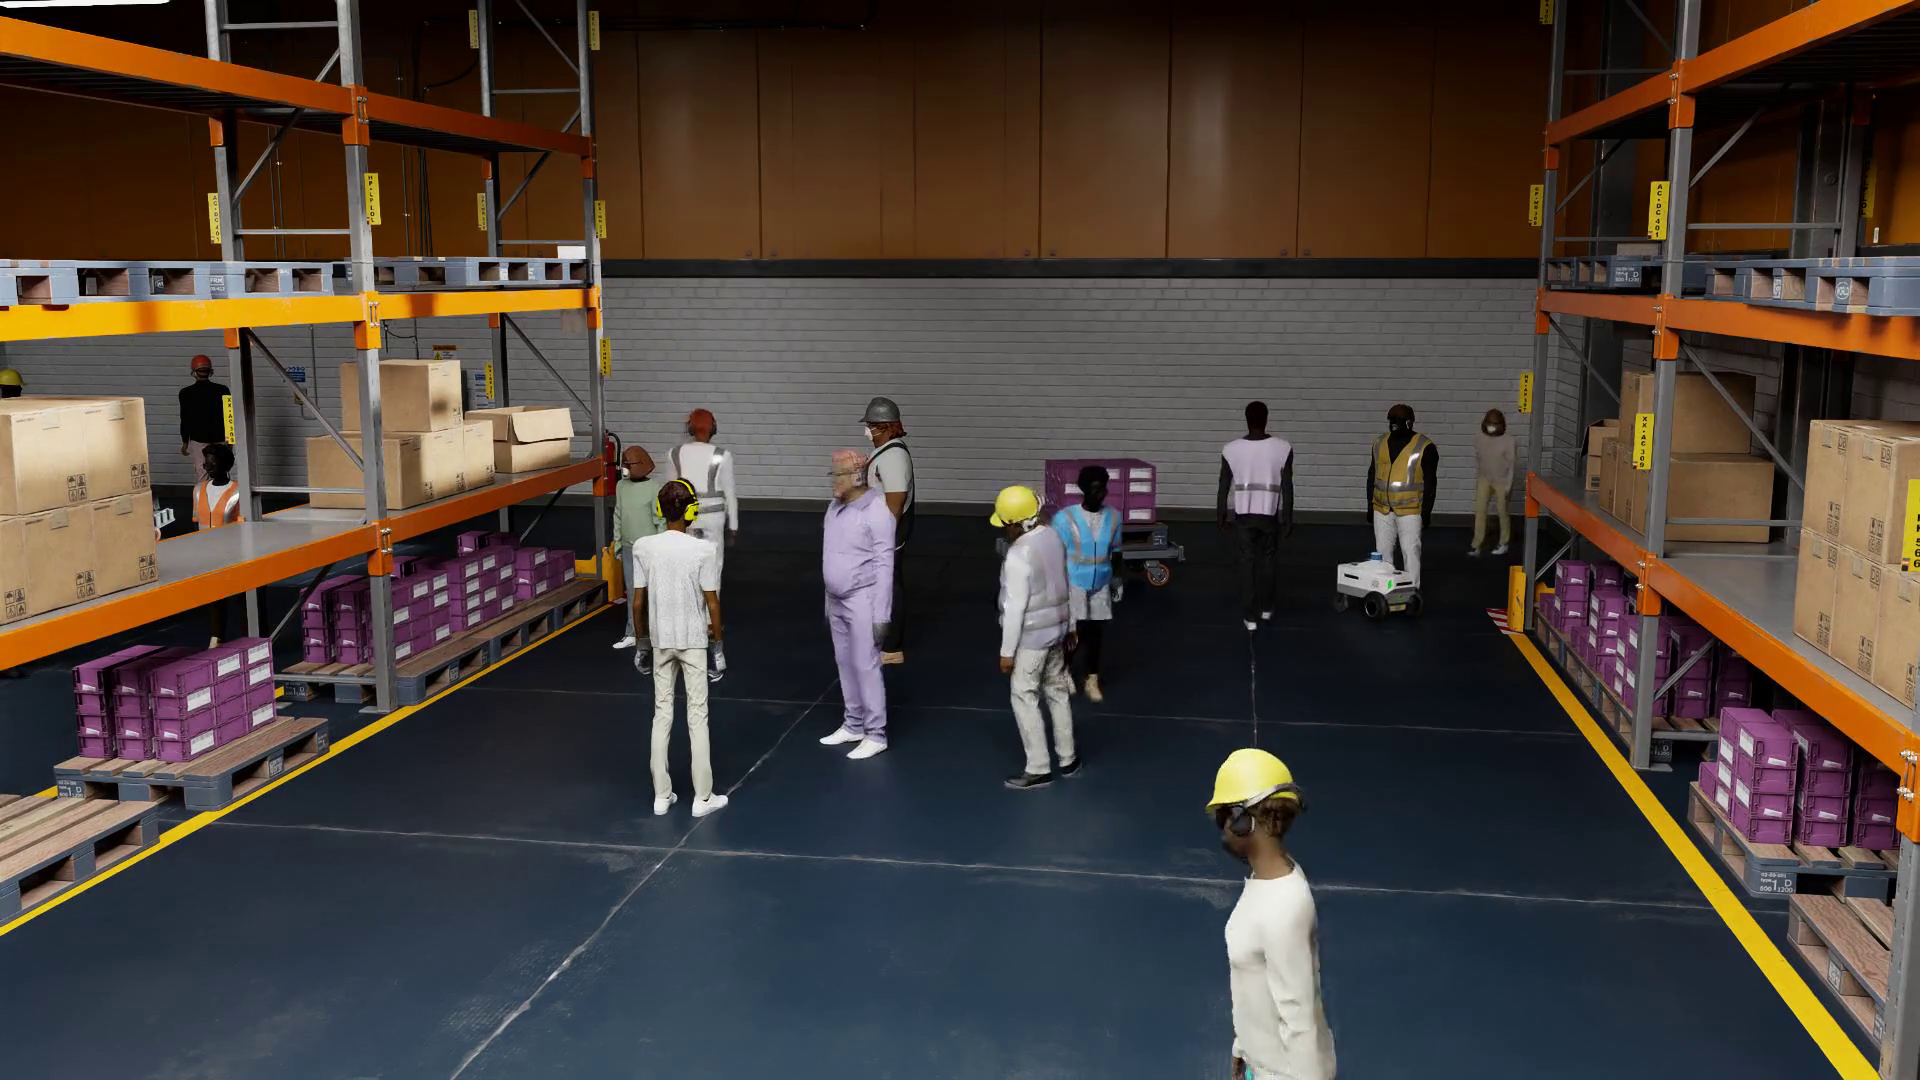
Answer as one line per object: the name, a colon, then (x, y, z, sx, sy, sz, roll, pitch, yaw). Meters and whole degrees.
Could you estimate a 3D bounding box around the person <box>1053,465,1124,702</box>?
person: (0.869, 0.306, 11.464, 0.582, 1.671, 0.375, -4, 10, -21)

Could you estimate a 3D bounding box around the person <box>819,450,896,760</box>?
person: (-0.658, 0.398, 10.267, 0.393, 1.900, 0.678, -7, 11, -35)

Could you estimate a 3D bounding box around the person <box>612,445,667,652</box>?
person: (-2.522, 0.068, 13.082, 0.498, 1.633, 0.281, 5, 11, 30)

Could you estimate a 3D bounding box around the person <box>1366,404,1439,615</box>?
person: (3.821, -0.266, 14.503, 0.633, 1.842, 0.429, 8, 12, 42)

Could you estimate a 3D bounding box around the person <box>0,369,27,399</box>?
person: (-10.351, -0.906, 18.186, 0.593, 1.925, 0.384, 8, 12, 40)

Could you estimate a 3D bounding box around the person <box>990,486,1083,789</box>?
person: (0.459, 0.548, 9.683, 0.414, 1.784, 0.742, 6, 11, 32)

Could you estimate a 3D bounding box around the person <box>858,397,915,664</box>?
person: (-0.618, -0.078, 12.730, 0.539, 2.000, 0.689, -1, 9, -5)

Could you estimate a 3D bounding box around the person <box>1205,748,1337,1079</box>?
person: (0.850, 1.439, 4.369, 0.425, 1.725, 0.690, 1, 9, 4)

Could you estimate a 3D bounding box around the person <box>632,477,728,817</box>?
person: (-1.538, 0.589, 9.142, 0.537, 1.869, 0.314, 2, 9, 12)

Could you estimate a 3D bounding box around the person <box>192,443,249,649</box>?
person: (-5.591, 0.106, 12.649, 0.531, 1.698, 0.320, 2, 9, 11)

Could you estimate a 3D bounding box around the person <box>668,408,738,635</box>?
person: (-2.097, -0.147, 13.675, 0.607, 1.870, 0.418, 2, 9, 14)

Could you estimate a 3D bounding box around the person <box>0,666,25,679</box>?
person: (-7.137, 0.111, 12.023, 0.632, 1.902, 0.574, 6, 11, 35)

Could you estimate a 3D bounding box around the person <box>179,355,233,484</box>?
person: (-8.980, -1.209, 19.842, 0.610, 1.996, 0.379, -9, 13, -43)

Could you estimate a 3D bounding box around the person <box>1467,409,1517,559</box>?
person: (5.536, -0.580, 17.257, 0.505, 1.561, 0.906, 8, 12, 42)

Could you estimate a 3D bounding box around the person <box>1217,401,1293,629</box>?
person: (2.492, -0.228, 14.094, 0.622, 1.891, 0.789, 1, 9, 7)

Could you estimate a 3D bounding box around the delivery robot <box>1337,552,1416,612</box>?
delivery robot: (3.591, 0.350, 14.370, 0.477, 0.478, 0.707, -5, 10, -28)
